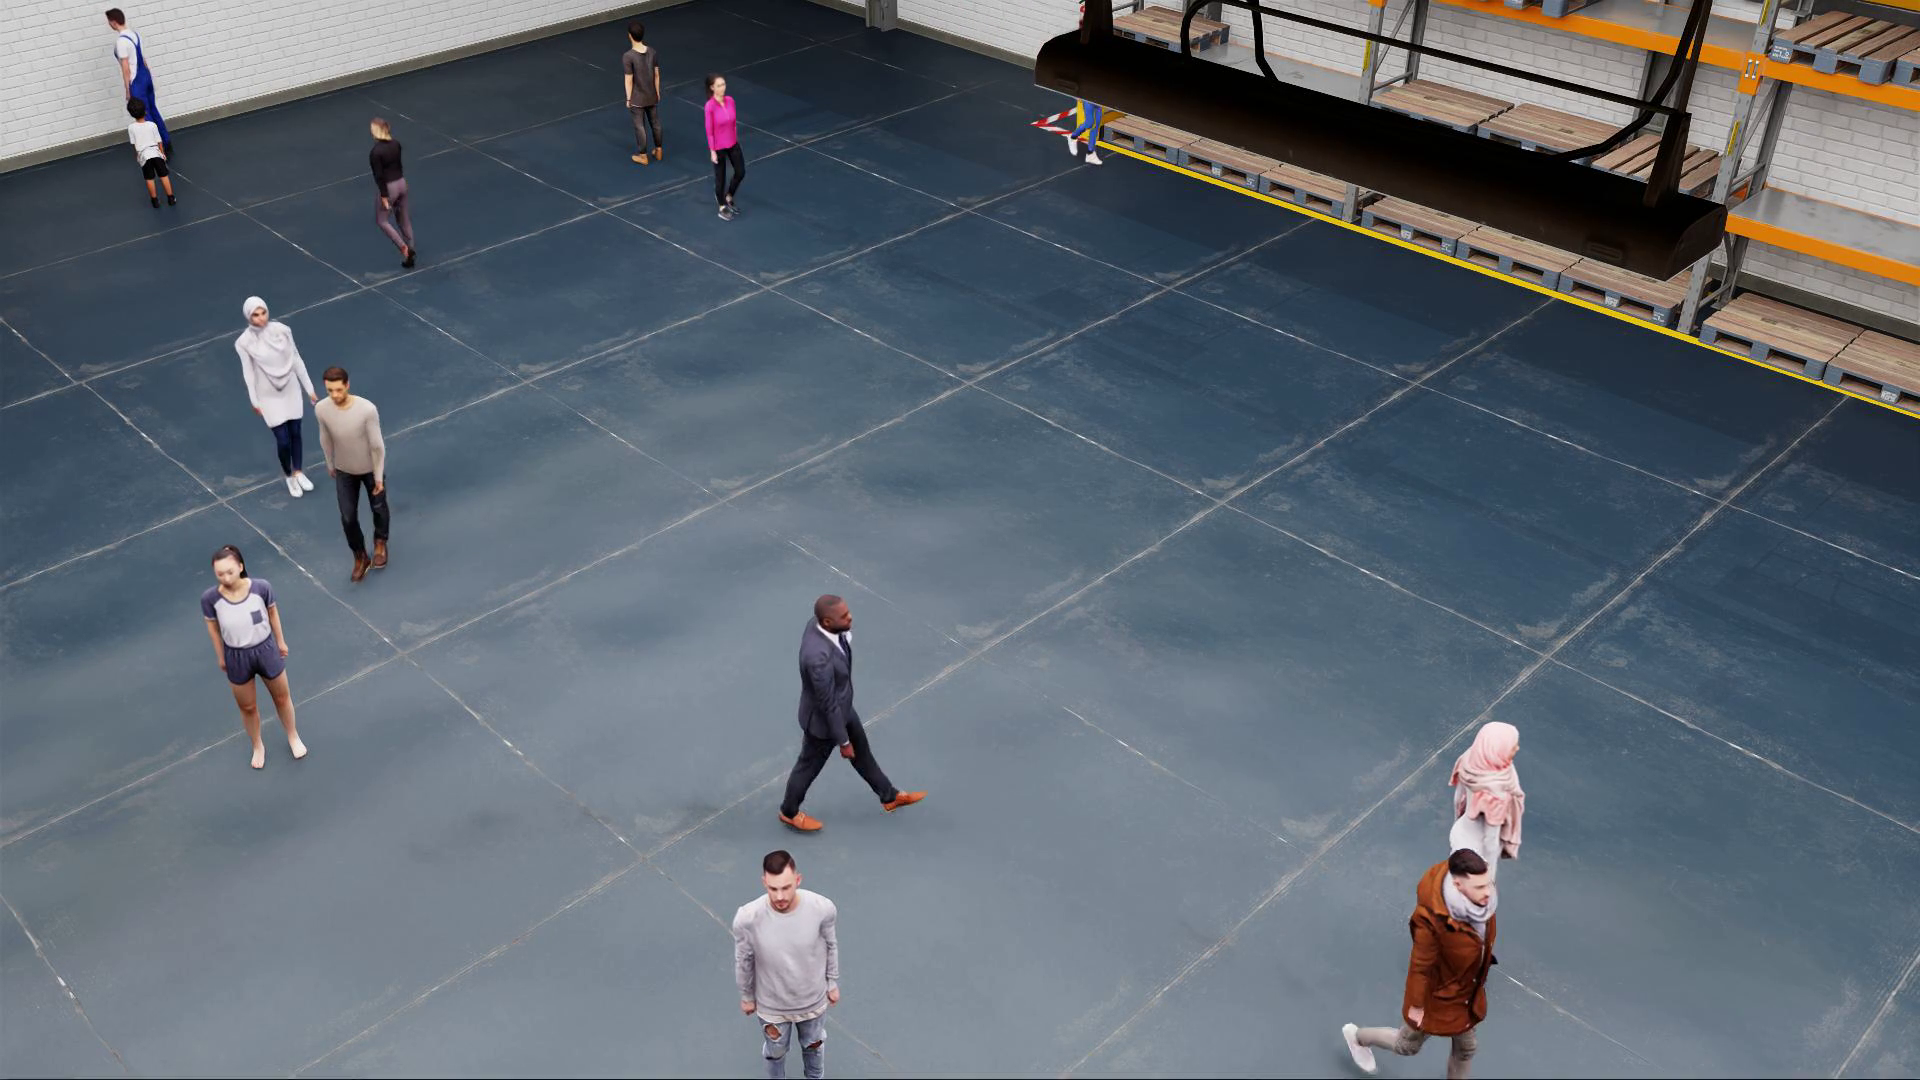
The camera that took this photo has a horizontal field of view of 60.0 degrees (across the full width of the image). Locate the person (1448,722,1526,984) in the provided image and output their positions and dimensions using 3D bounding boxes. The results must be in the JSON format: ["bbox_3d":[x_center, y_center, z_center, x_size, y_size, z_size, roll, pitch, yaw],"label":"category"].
[{"bbox_3d":[2.878,1.739,9.313,0.786,1.803,0.715,-2,34,-3],"label":"person"}]

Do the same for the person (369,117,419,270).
[{"bbox_3d":[-5.896,-3.615,17.494,0.712,1.662,0.683,15,37,22],"label":"person"}]

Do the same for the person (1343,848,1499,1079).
[{"bbox_3d":[2.405,2.256,8.532,0.782,1.807,1.154,-24,40,-31],"label":"person"}]

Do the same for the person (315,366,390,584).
[{"bbox_3d":[-4.608,-0.601,12.802,0.838,1.838,0.905,-4,34,-6],"label":"person"}]

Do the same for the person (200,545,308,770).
[{"bbox_3d":[-4.653,0.760,10.924,0.660,1.650,0.639,-14,36,-20],"label":"person"}]

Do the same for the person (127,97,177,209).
[{"bbox_3d":[-9.322,-4.453,19.123,0.535,1.256,0.552,-16,37,-22],"label":"person"}]

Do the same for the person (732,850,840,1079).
[{"bbox_3d":[-0.866,2.285,8.458,0.767,1.840,0.769,-7,34,-10],"label":"person"}]

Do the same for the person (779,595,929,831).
[{"bbox_3d":[-0.902,1.103,10.292,1.292,1.777,1.206,1,34,2],"label":"person"}]

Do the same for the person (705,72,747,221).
[{"bbox_3d":[-2.717,-4.440,18.714,0.577,1.686,0.573,-29,43,-36],"label":"person"}]

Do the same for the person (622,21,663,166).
[{"bbox_3d":[-3.845,-5.423,20.166,0.639,1.717,0.583,-24,40,-31],"label":"person"}]

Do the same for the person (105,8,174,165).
[{"bbox_3d":[-9.976,-5.545,20.246,1.014,1.832,0.966,2,34,3],"label":"person"}]

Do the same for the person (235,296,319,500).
[{"bbox_3d":[-5.667,-1.223,13.802,0.634,1.766,0.575,-27,42,-34],"label":"person"}]
